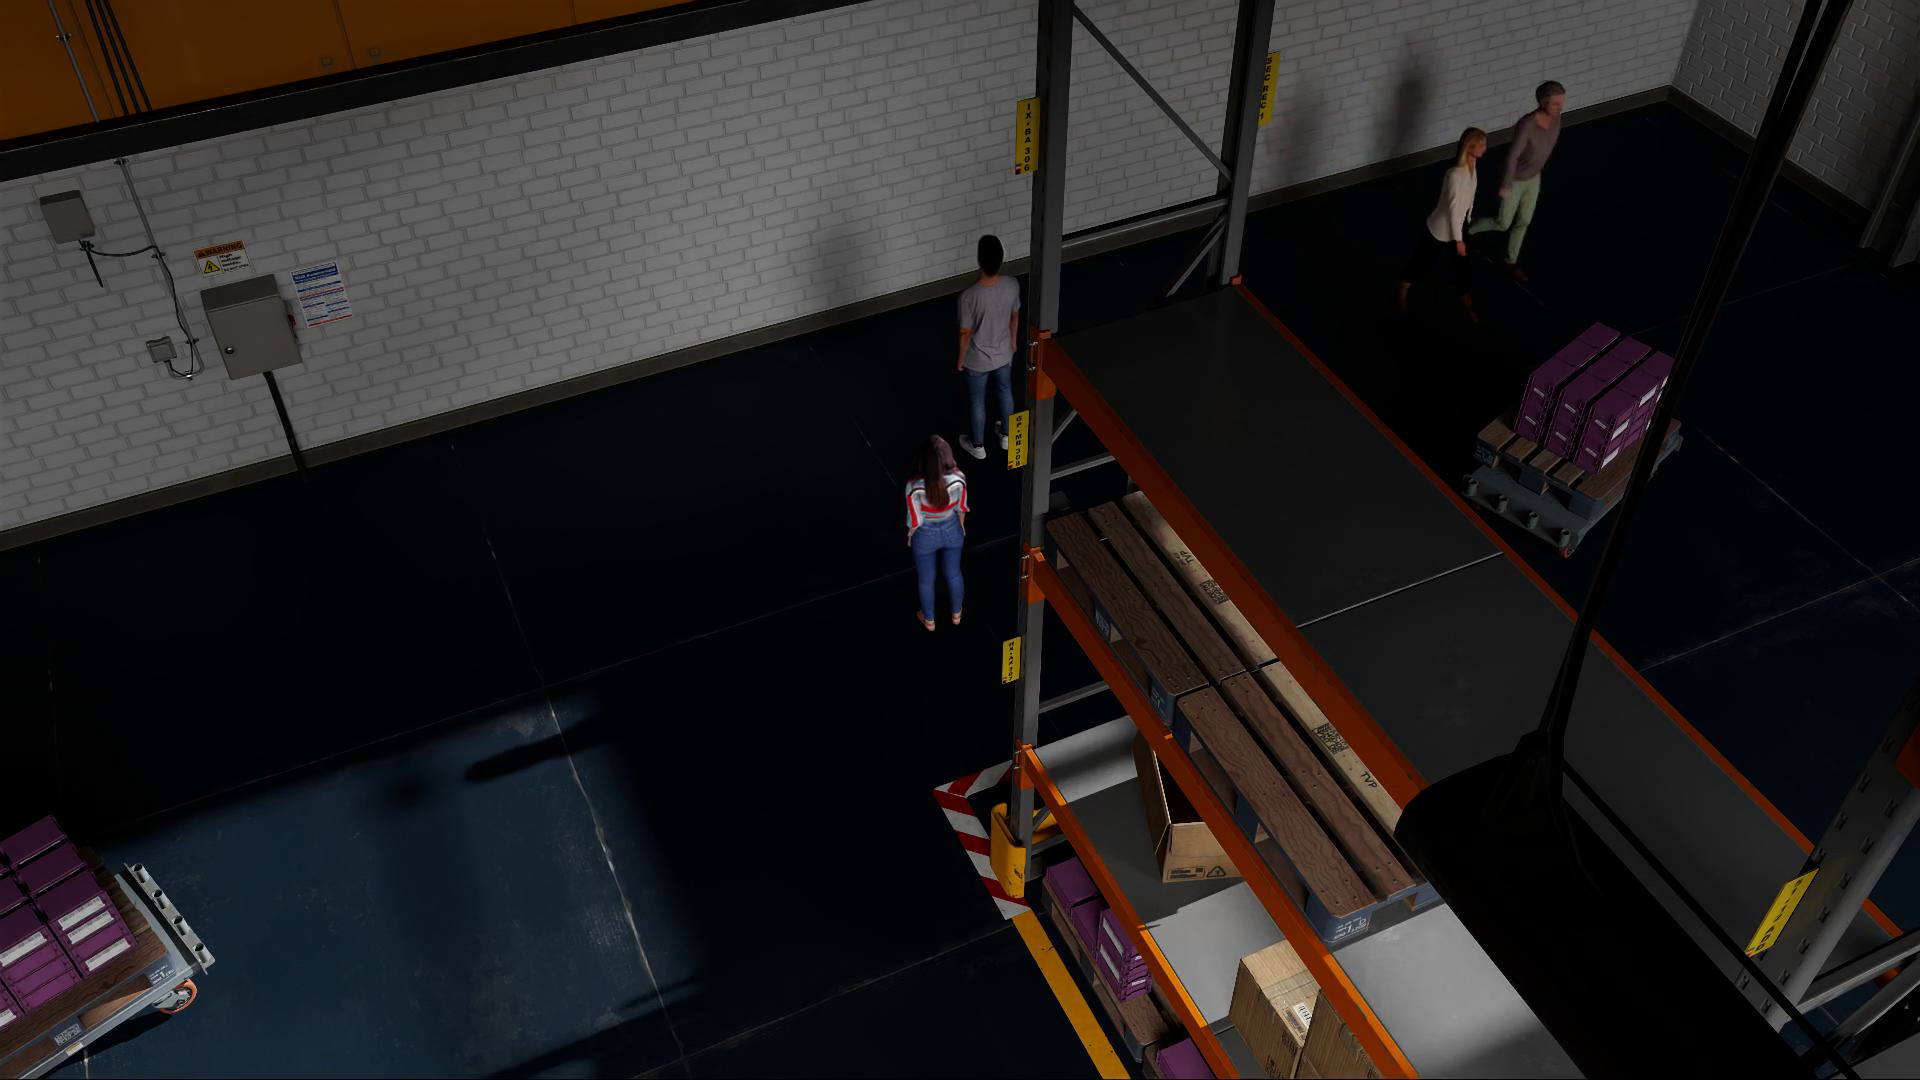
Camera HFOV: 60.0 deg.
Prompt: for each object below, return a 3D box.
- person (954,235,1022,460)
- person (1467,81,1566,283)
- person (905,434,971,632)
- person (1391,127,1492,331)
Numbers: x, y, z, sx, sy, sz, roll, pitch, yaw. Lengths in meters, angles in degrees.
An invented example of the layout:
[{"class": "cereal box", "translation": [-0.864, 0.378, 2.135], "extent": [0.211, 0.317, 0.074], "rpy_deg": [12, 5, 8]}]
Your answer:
[{"class": "person", "translation": [0.204, -1.422, 12.328], "extent": [0.685, 1.888, 0.561], "rpy_deg": [-21, 47, -21]}, {"class": "person", "translation": [4.678, -3.084, 14.098], "extent": [0.802, 1.853, 1.044], "rpy_deg": [-27, 50, -25]}, {"class": "person", "translation": [-0.154, -0.046, 11.084], "extent": [0.623, 1.612, 0.548], "rpy_deg": [-12, 45, -12]}, {"class": "person", "translation": [3.860, -2.525, 13.535], "extent": [1.178, 1.820, 0.963], "rpy_deg": [27, 50, 26]}]
